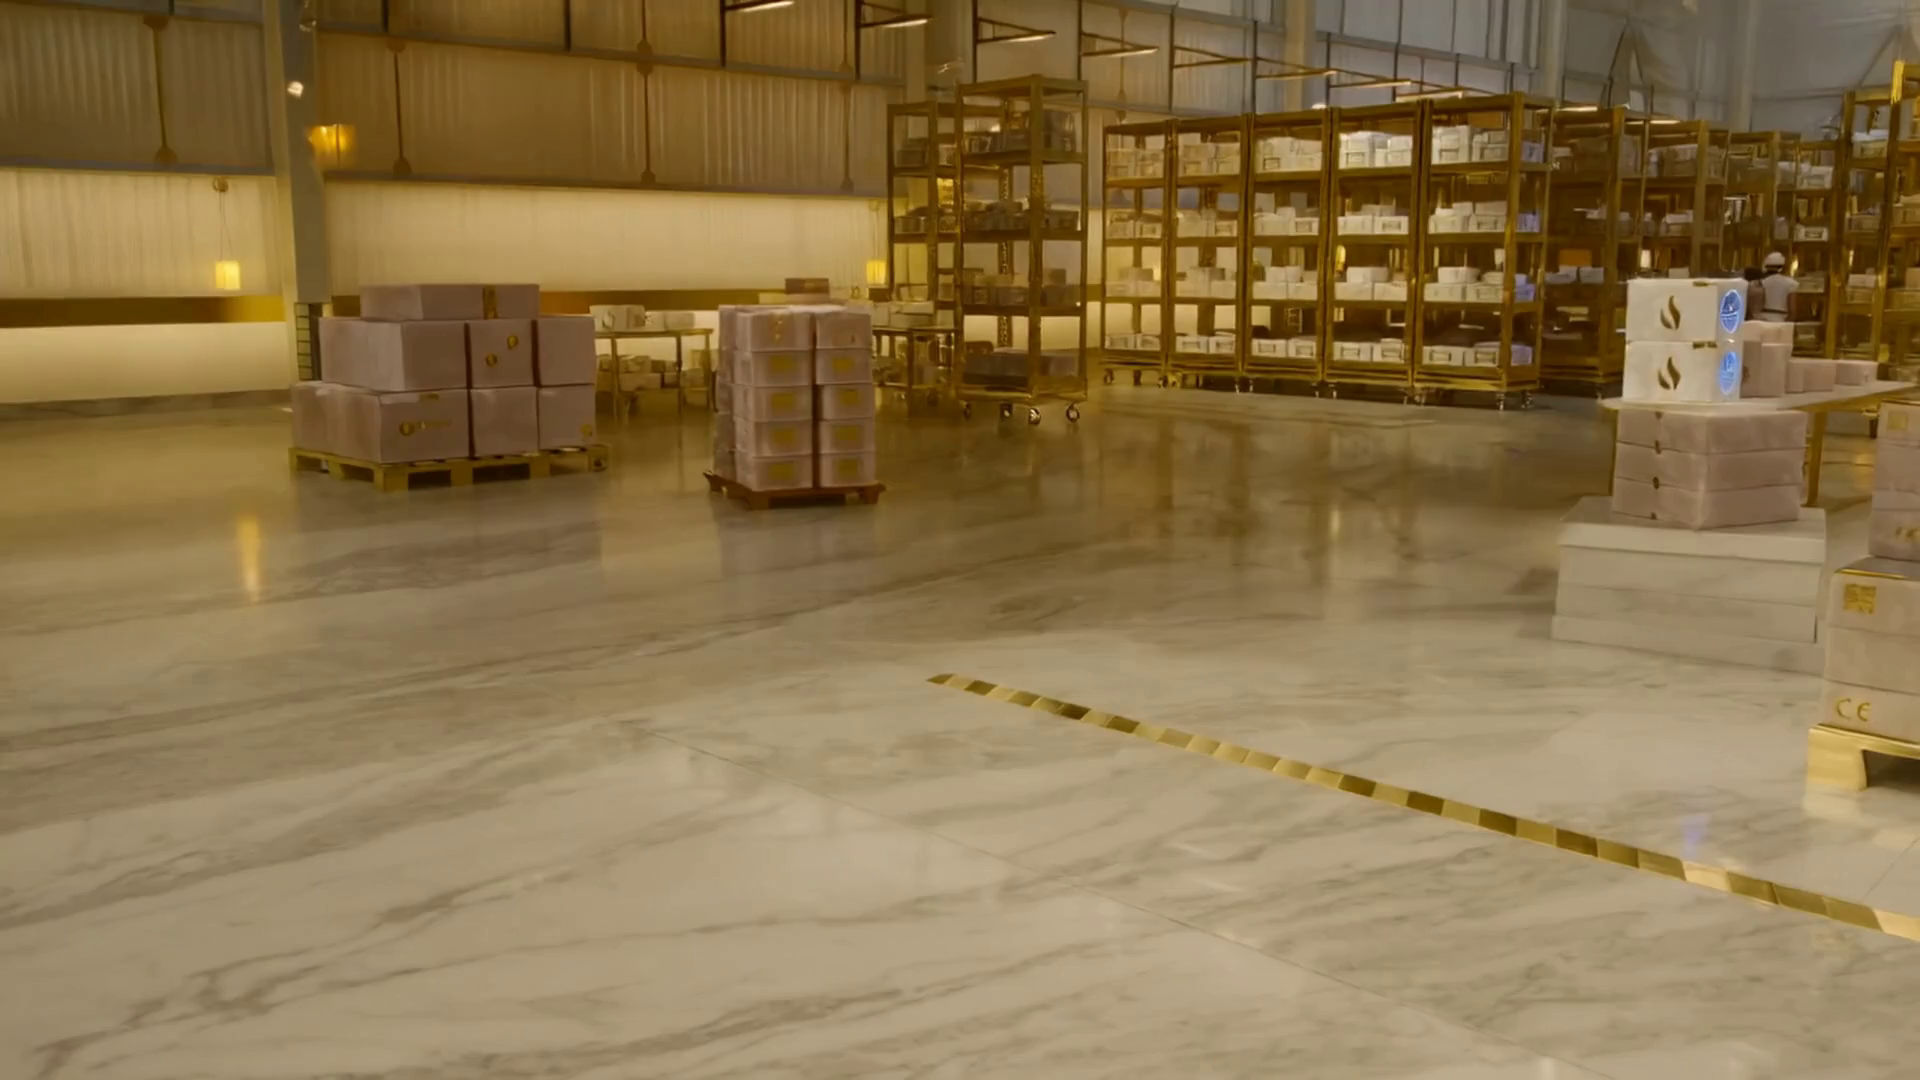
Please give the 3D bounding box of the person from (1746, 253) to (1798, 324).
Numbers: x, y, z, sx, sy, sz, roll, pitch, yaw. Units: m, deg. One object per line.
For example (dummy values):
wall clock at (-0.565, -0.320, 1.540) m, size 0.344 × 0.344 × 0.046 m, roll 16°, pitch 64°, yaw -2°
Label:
person at (9.924, -2.598, 20.410) m, size 0.589 × 1.822 × 0.403 m, roll 2°, pitch 10°, yaw 9°
